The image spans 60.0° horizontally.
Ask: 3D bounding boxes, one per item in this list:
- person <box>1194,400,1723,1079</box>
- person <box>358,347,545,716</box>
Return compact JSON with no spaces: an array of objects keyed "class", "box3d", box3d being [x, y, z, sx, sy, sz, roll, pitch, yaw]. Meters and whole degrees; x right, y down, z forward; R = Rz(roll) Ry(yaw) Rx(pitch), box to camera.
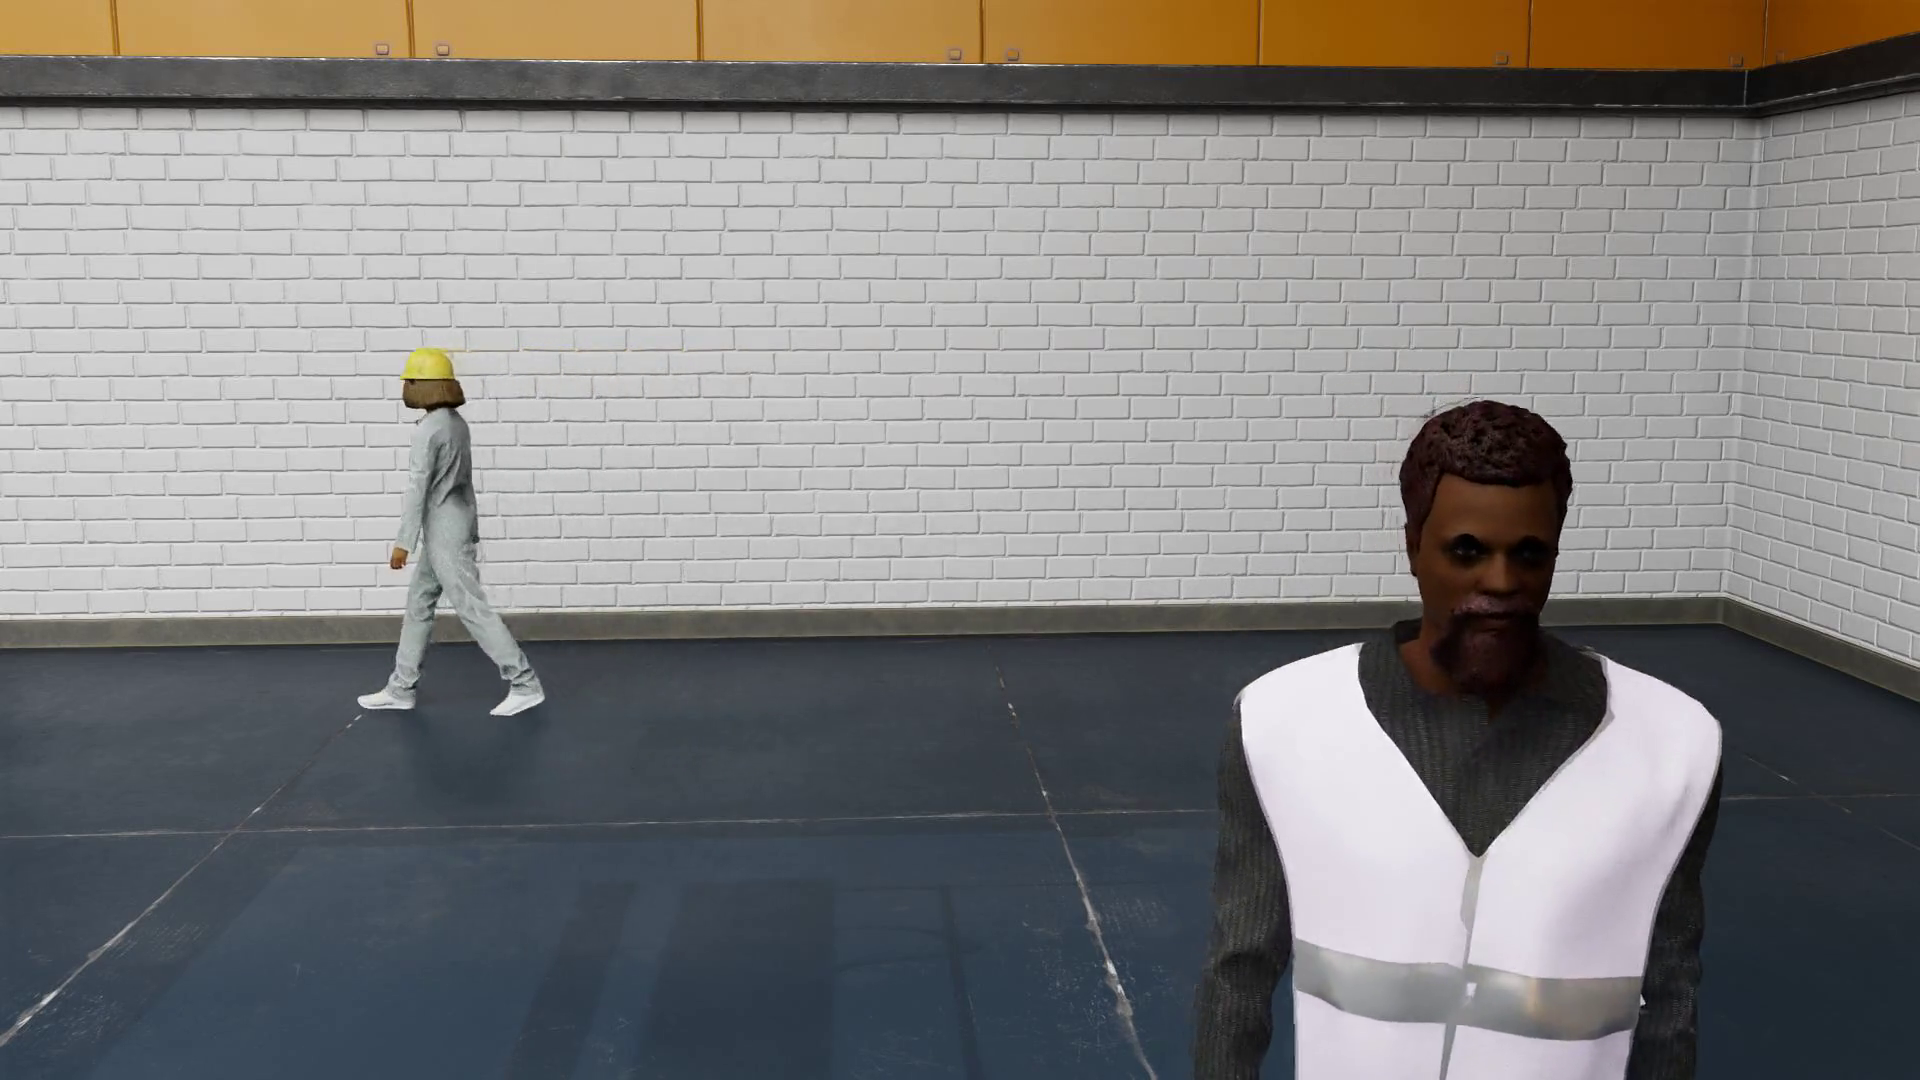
[{"class":"person","box3d":[0.604,0.754,2.116,0.599,1.892,0.899,2,9,11]},{"class":"person","box3d":[-2.334,-0.030,7.609,0.892,1.701,0.494,0,9,-2]}]
